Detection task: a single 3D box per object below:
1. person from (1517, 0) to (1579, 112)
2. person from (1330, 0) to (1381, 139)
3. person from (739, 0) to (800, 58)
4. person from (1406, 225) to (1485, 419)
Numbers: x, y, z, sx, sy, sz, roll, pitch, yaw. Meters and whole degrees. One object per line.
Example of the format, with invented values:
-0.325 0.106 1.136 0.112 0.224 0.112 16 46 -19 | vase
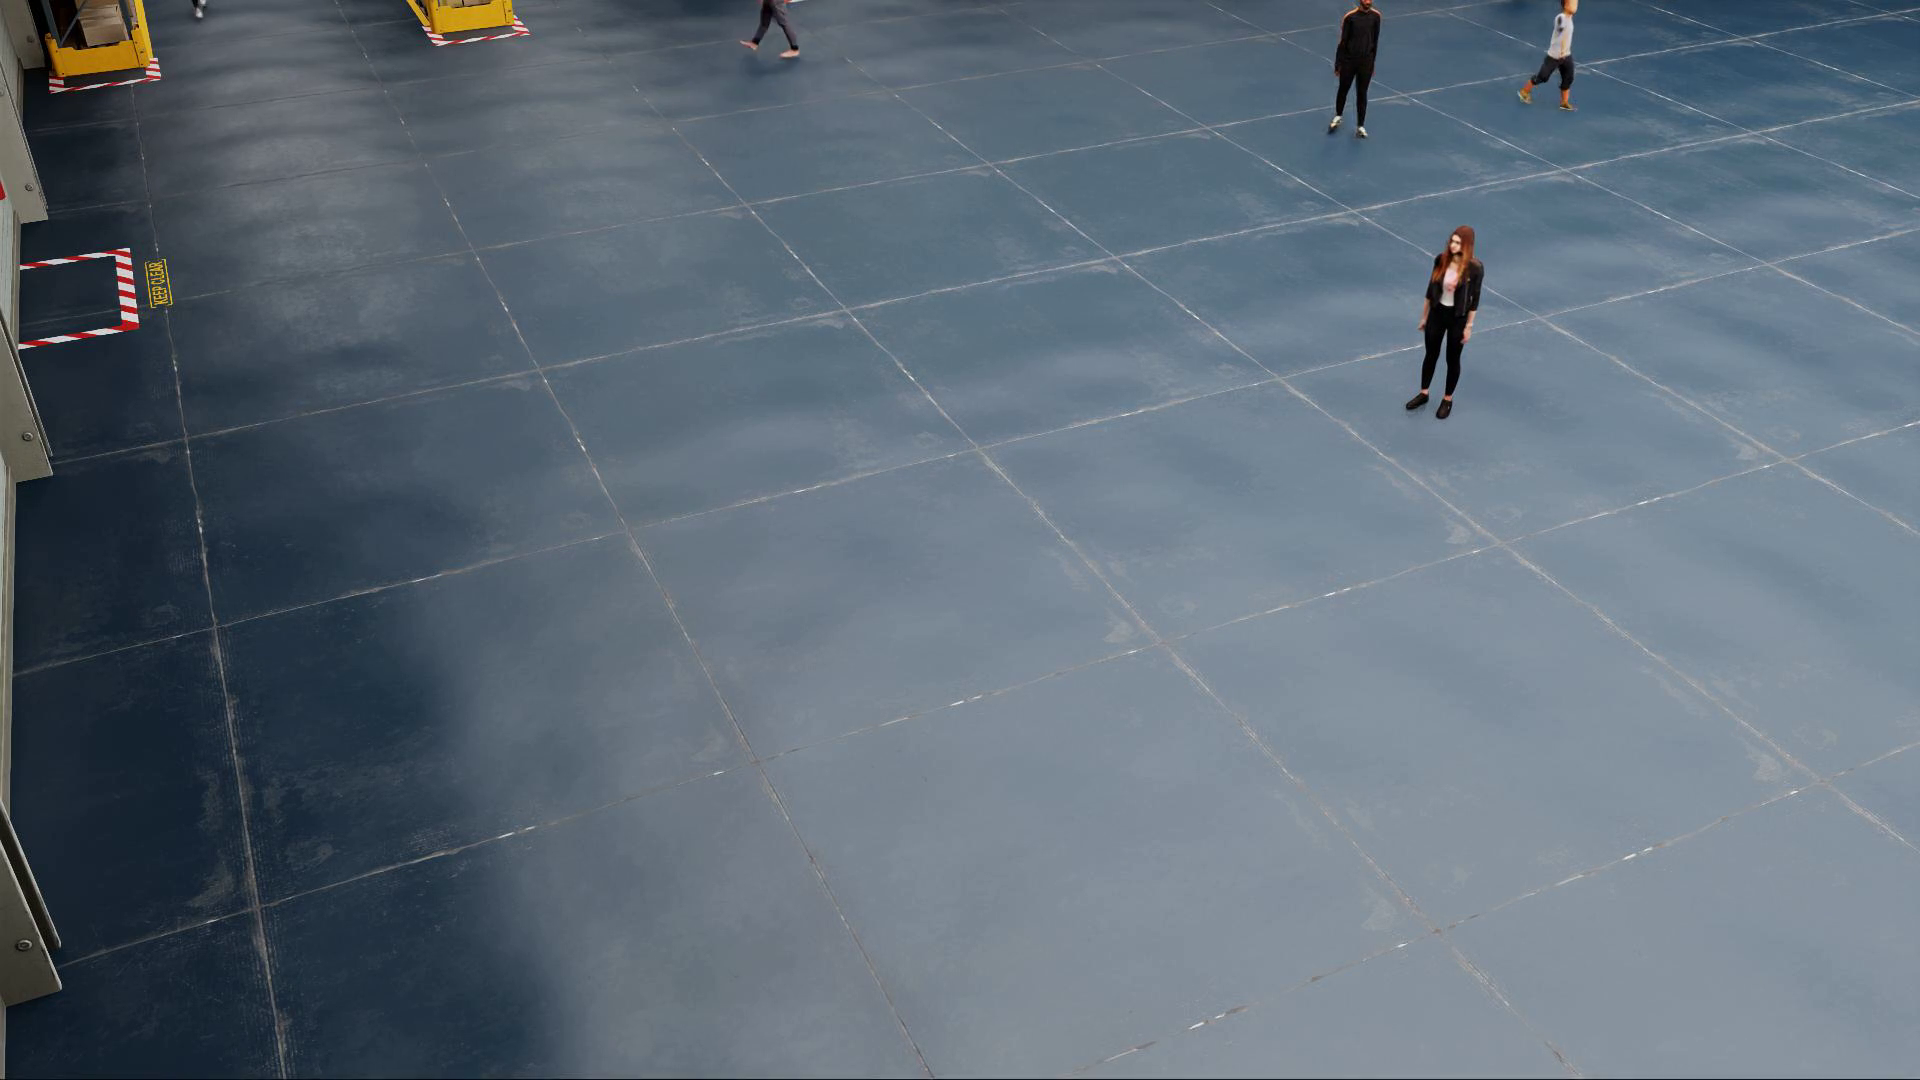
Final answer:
7.483 -6.192 20.946 1.081 1.428 0.797 28 42 36 | person
4.743 -5.765 19.978 0.929 1.769 1.126 1 33 2 | person
-2.418 -7.427 22.494 1.125 1.812 1.168 4 33 5 | person
4.134 -1.867 14.043 0.614 1.706 0.743 23 40 31 | person
